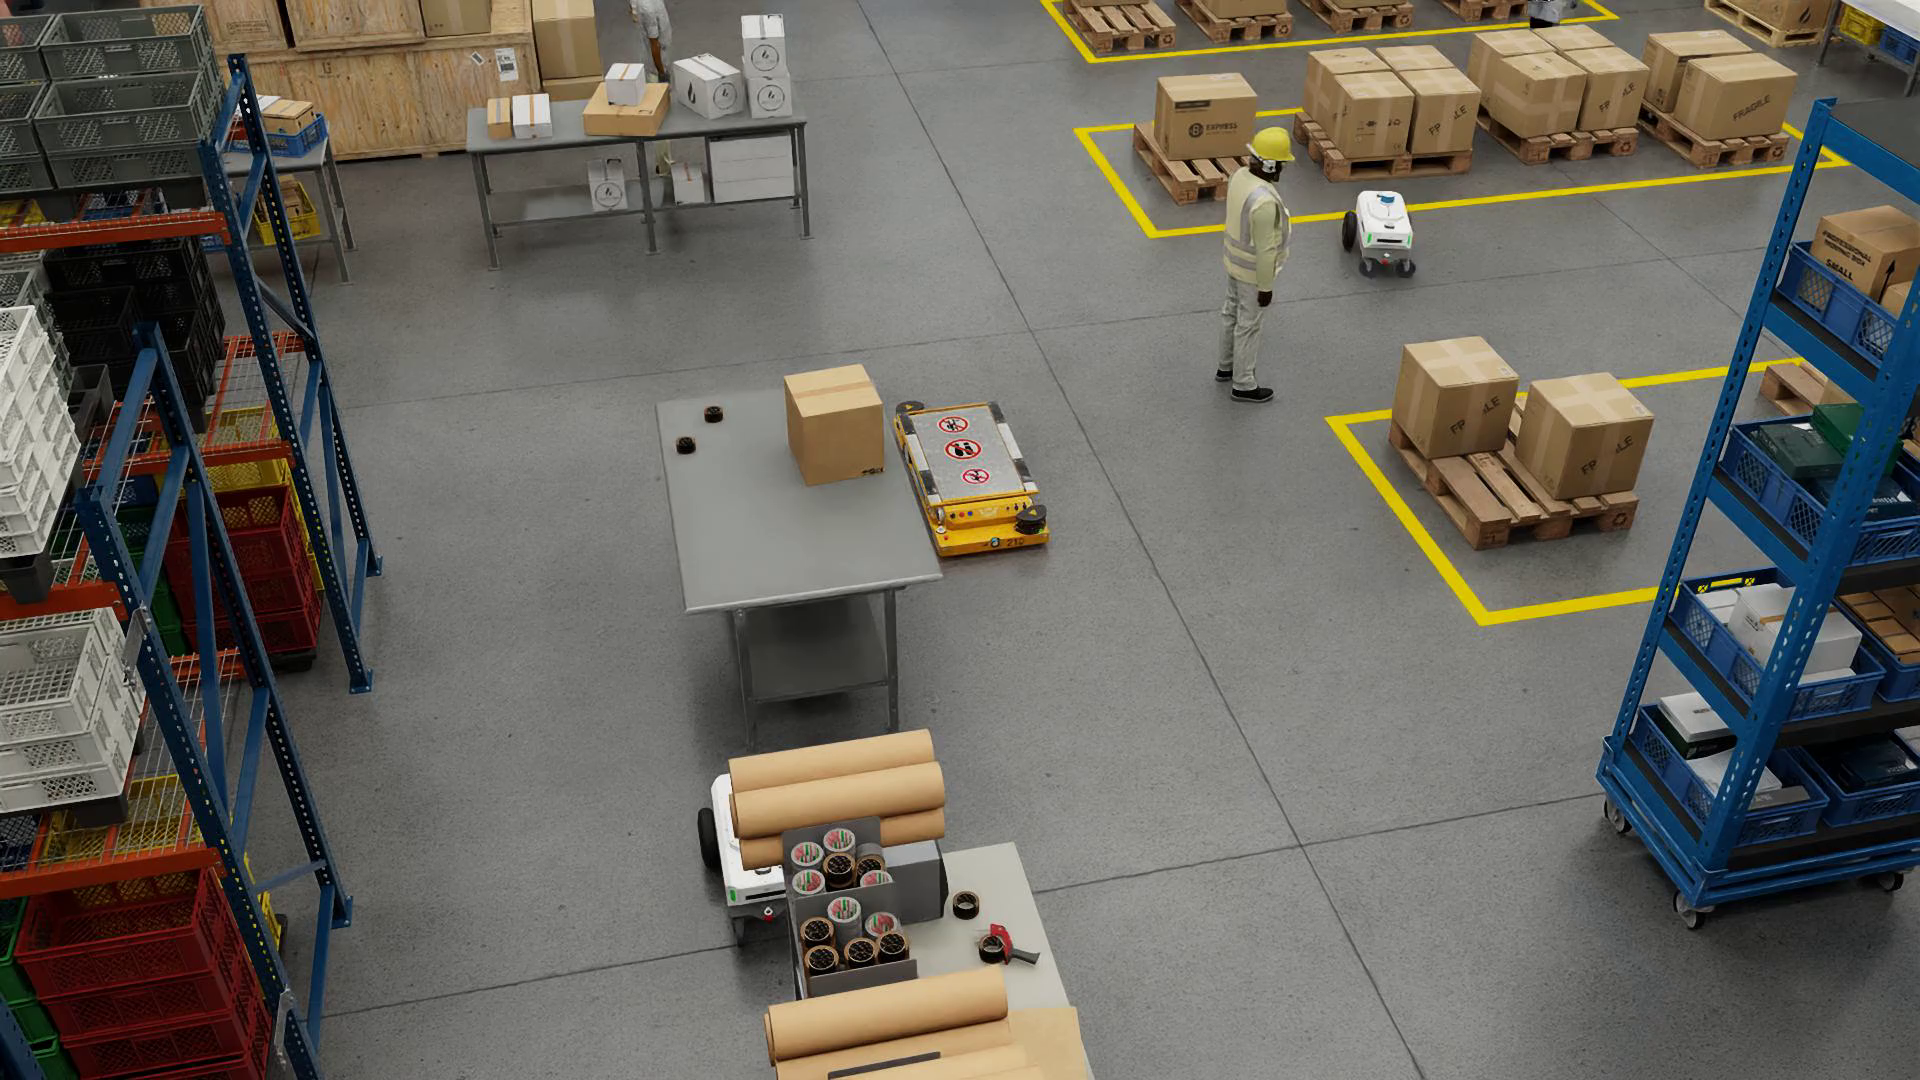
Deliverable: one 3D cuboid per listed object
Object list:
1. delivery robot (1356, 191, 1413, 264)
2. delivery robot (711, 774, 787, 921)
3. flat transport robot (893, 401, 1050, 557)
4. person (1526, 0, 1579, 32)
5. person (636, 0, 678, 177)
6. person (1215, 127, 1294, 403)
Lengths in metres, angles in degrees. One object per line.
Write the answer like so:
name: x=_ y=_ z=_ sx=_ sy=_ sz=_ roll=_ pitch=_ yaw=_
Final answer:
delivery robot: x=3.156 y=-2.357 z=12.386 sx=0.477 sy=0.478 sz=0.707 roll=3 pitch=37 yaw=4
delivery robot: x=-0.905 y=1.343 z=7.414 sx=0.477 sy=0.478 sz=0.707 roll=-8 pitch=37 yaw=-10
flat transport robot: x=0.046 y=-0.430 z=10.108 sx=0.652 sy=0.197 sz=1.431 roll=-8 pitch=37 yaw=-10
person: x=5.268 y=-4.960 z=15.036 sx=0.549 sy=1.666 sz=0.610 roll=-30 pitch=46 yaw=-34
person: x=-2.363 y=-3.737 z=13.223 sx=0.329 sy=1.872 sz=0.508 roll=-8 pitch=37 yaw=-10
person: x=1.875 y=-1.748 z=10.588 sx=0.403 sy=1.825 sz=0.586 roll=-8 pitch=37 yaw=-10
